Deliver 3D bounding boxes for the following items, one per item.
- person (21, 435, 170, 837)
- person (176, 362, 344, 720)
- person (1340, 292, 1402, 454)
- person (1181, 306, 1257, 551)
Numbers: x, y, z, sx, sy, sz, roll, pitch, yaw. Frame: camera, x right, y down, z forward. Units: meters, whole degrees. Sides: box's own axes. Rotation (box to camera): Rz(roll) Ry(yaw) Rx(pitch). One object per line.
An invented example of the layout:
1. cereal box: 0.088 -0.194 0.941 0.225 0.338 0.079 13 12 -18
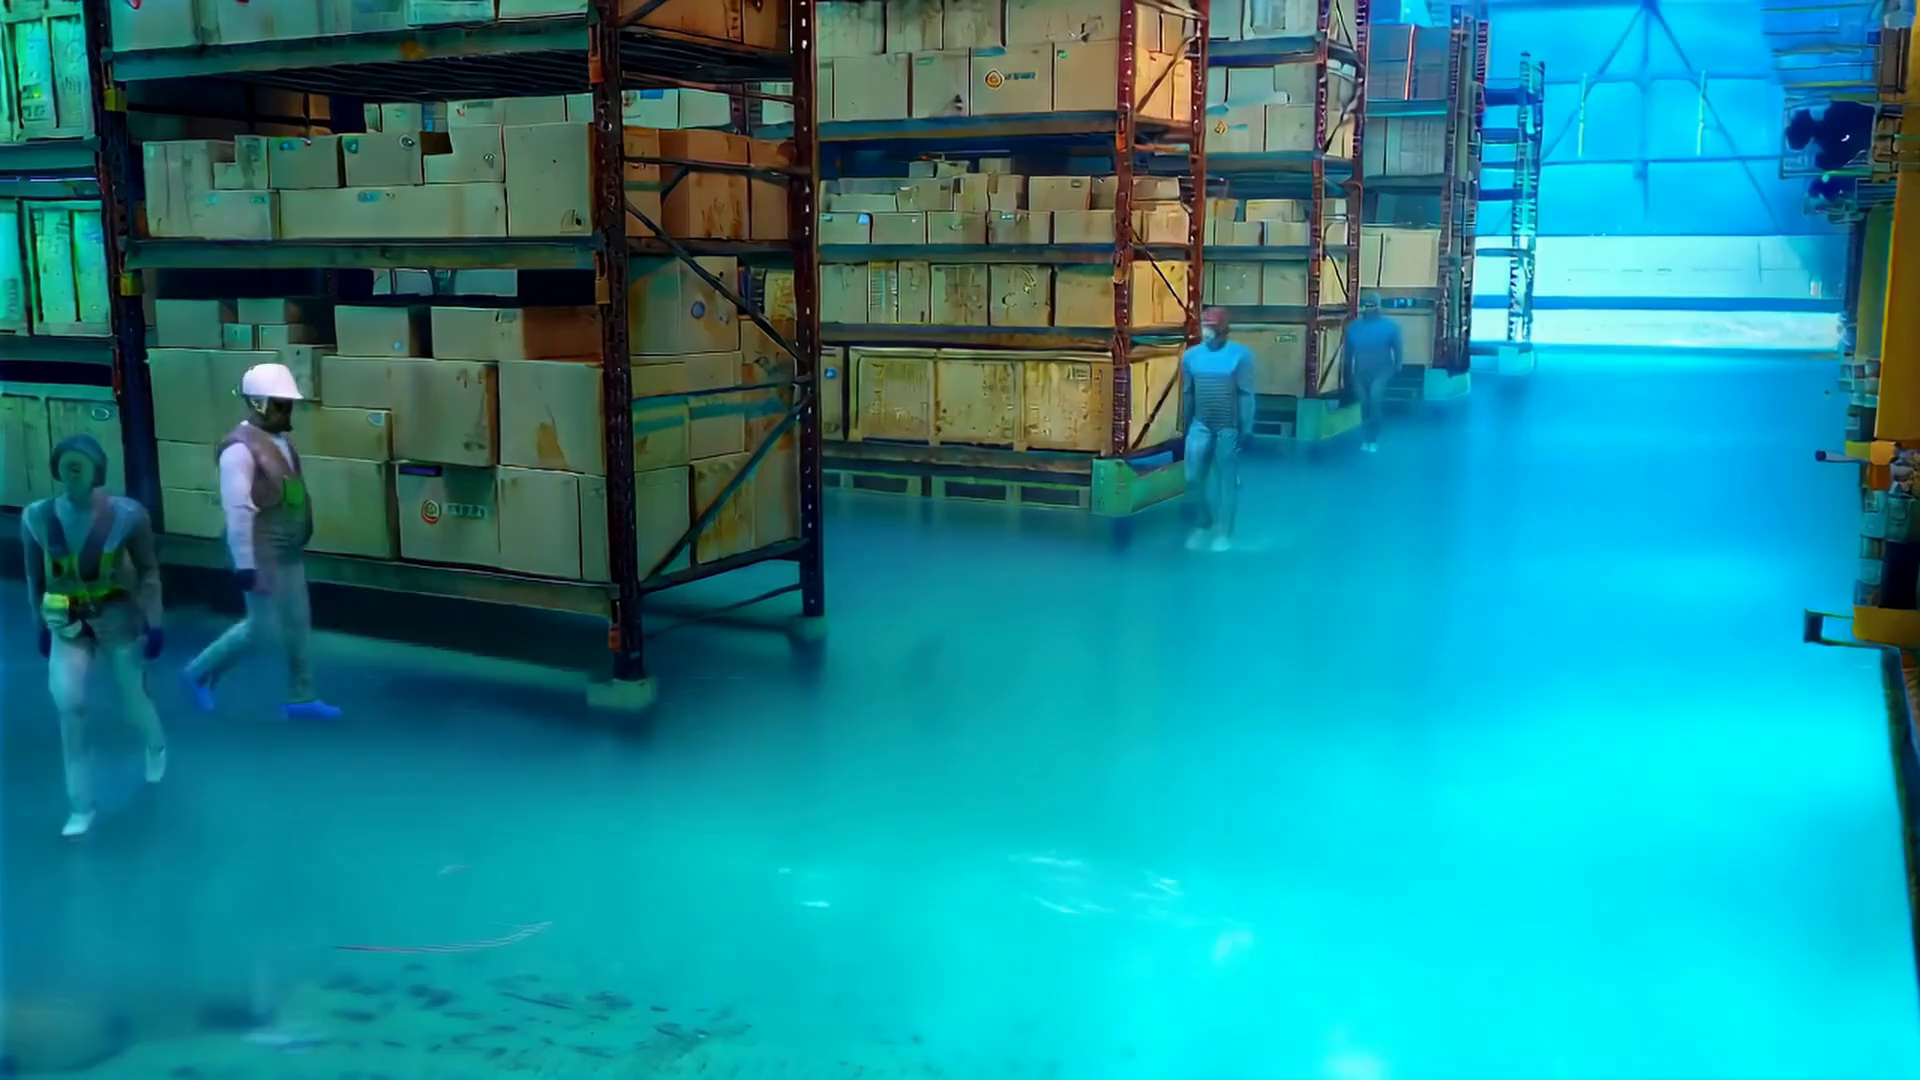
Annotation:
1. person: -3.566 0.346 6.939 0.525 1.613 0.770 -2 10 -9
2. person: -3.486 0.025 8.206 0.685 1.808 0.588 0 10 -2
3. person: 4.720 -1.926 19.291 0.686 1.873 0.830 6 12 32
4. person: 2.006 -0.859 13.007 0.647 1.923 0.478 5 11 29
